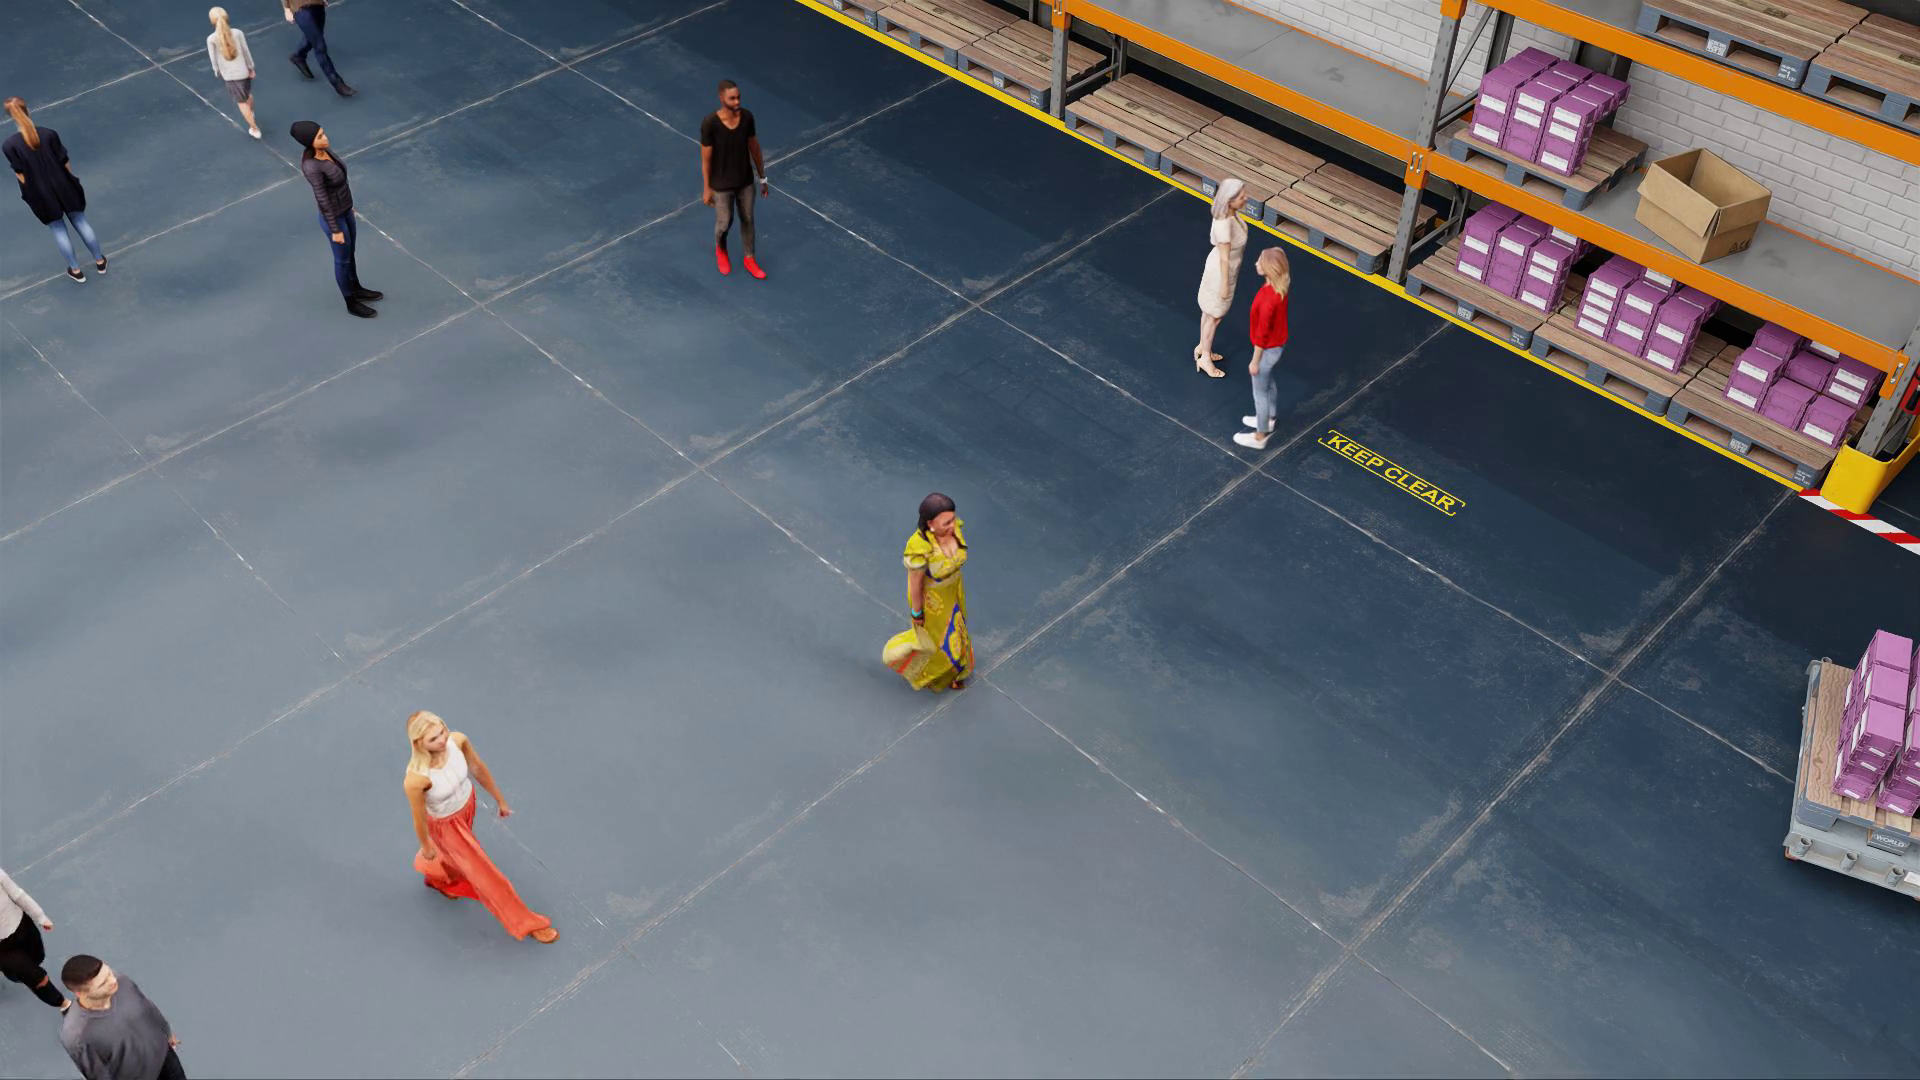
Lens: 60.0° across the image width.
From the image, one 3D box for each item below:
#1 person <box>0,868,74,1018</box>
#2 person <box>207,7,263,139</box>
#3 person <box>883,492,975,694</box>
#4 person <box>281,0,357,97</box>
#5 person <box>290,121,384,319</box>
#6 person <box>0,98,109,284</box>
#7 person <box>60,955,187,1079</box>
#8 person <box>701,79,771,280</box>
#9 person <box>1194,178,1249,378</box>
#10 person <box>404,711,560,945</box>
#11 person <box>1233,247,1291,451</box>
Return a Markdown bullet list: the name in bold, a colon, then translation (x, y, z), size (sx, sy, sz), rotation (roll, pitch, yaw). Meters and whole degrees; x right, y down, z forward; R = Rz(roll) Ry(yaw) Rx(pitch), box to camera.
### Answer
- **person**: translation (-5.125, 2.095, 8.858), size (0.992, 1.462, 0.759), rotation (17, 46, 17)
- **person**: translation (-6.899, -4.438, 15.875), size (0.536, 1.242, 0.869), rotation (-30, 51, -28)
- **person**: translation (-0.217, 0.324, 10.581), size (0.937, 1.650, 0.817), rotation (25, 49, 24)
- **person**: translation (-6.488, -5.298, 16.330), size (1.212, 1.860, 0.885), rotation (20, 47, 20)
- **person**: translation (-5.113, -2.640, 13.623), size (0.771, 1.746, 0.707), rotation (-1, 44, -1)
- **person**: translation (-7.631, -2.945, 13.982), size (0.659, 1.691, 0.604), rotation (-27, 50, -25)
- **person**: translation (-4.078, 2.579, 8.137), size (0.894, 1.756, 0.830), rotation (5, 44, 5)
- **person**: translation (-1.943, -3.068, 14.034), size (0.799, 1.798, 0.792), rotation (-23, 48, -22)
- **person**: translation (2.035, -2.058, 13.019), size (0.737, 1.736, 0.692), rotation (4, 44, 4)
- **person**: translation (-2.872, 1.533, 9.242), size (1.343, 1.745, 0.941), rotation (19, 47, 19)
- **person**: translation (2.292, -1.428, 12.384), size (0.672, 1.699, 0.688), rotation (16, 46, 16)
